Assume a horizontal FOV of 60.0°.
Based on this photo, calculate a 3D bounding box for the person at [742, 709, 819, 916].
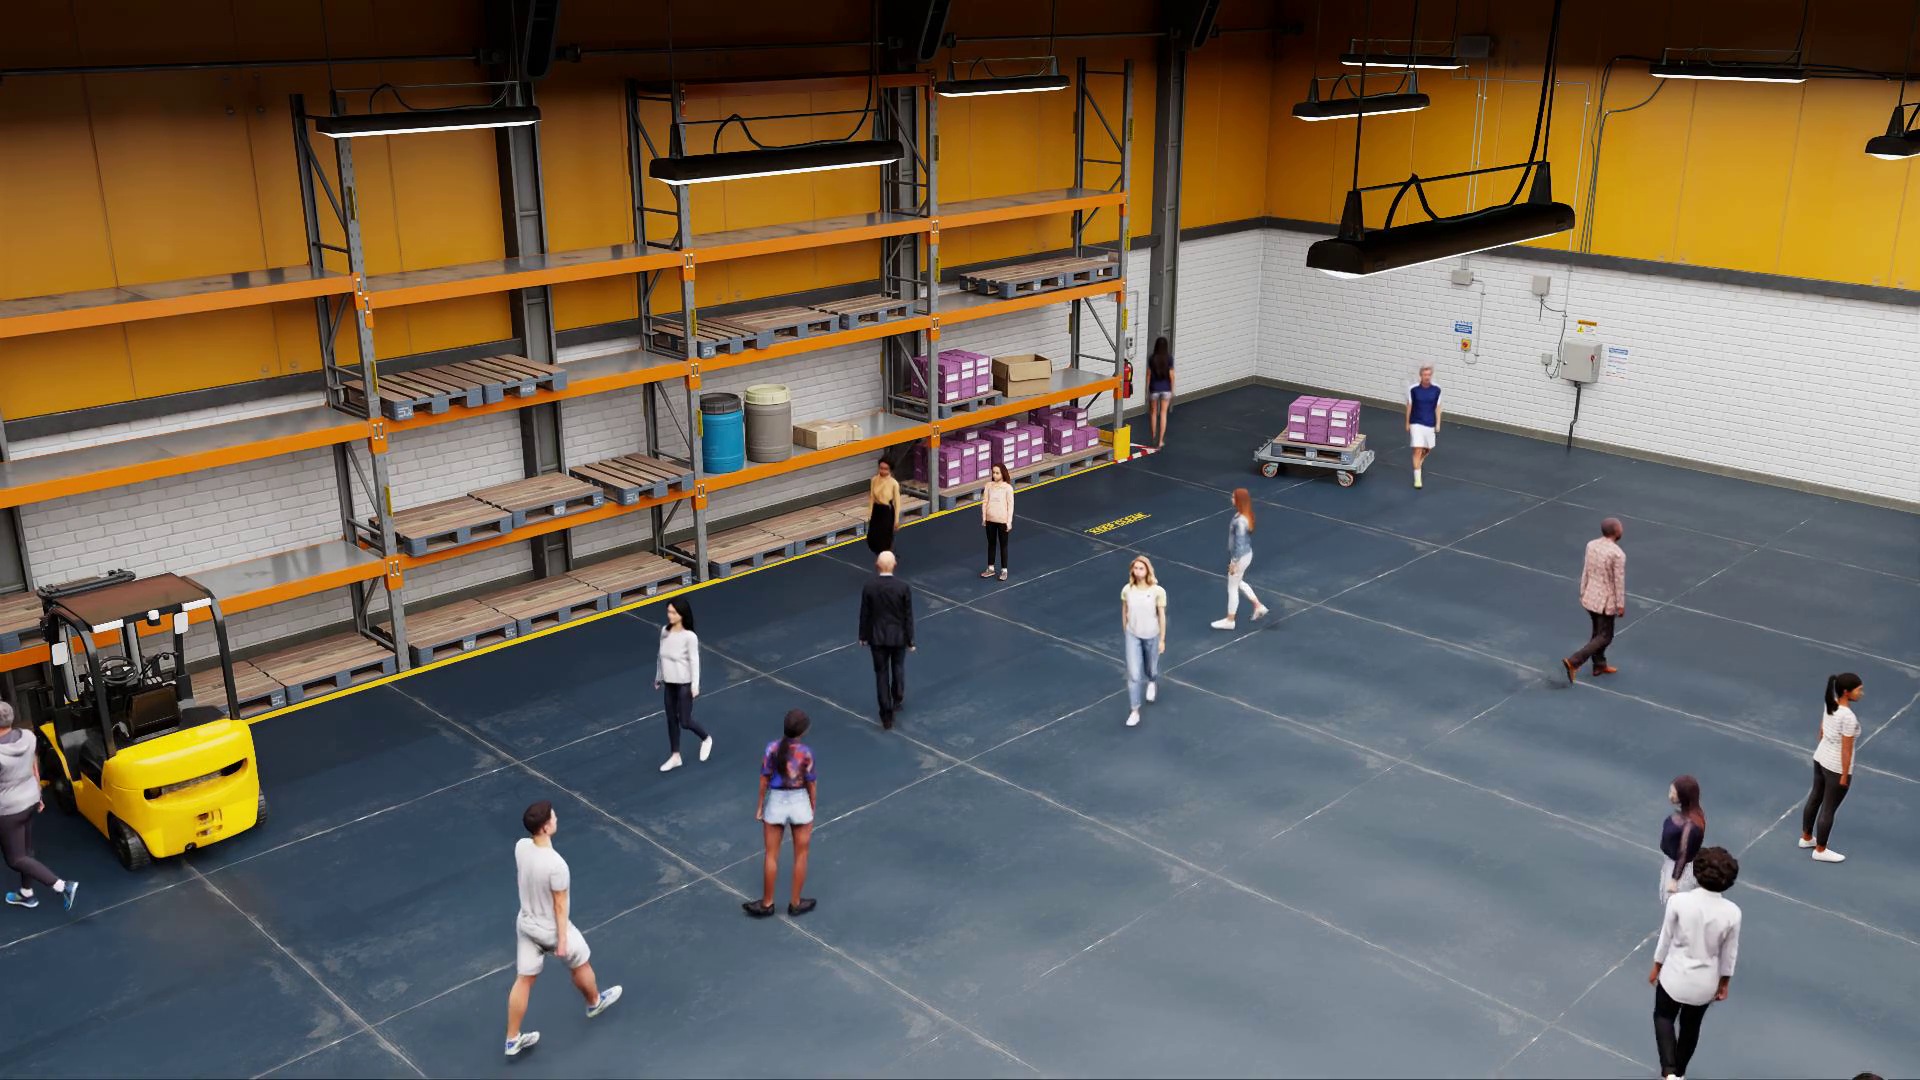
[{"bbox_3d":[-1.411,2.156,13.079,0.818,1.730,0.862,-3,19,-8],"label":"person"}]

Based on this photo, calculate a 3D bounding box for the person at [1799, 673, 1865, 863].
[{"bbox_3d":[7.341,1.891,14.003,0.703,1.642,0.638,0,19,1],"label":"person"}]

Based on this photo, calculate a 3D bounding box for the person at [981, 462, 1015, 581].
[{"bbox_3d":[0.469,-0.246,20.597,0.630,1.484,0.618,8,20,24],"label":"person"}]

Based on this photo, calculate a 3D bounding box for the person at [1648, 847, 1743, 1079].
[{"bbox_3d":[4.772,2.866,10.862,0.903,1.800,1.020,3,19,9],"label":"person"}]

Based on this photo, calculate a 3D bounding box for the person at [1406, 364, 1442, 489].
[{"bbox_3d":[6.785,-1.709,24.439,1.113,1.805,1.199,1,19,3],"label":"person"}]

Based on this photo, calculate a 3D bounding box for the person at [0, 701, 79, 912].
[{"bbox_3d":[-7.319,2.129,13.039,1.086,1.807,1.115,4,19,13],"label":"person"}]

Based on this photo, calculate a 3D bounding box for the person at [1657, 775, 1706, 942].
[{"bbox_3d":[5.391,2.470,12.387,0.811,1.577,0.655,12,22,33],"label":"person"}]

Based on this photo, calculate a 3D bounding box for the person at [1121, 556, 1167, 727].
[{"bbox_3d":[1.859,0.966,16.662,0.954,1.698,1.182,6,20,18],"label":"person"}]

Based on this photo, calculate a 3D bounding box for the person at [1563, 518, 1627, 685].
[{"bbox_3d":[6.680,0.655,17.452,1.167,1.785,0.993,-6,20,-17],"label":"person"}]

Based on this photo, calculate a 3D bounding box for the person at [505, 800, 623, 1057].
[{"bbox_3d":[-2.918,2.681,11.398,0.845,1.809,1.249,13,23,34],"label":"person"}]

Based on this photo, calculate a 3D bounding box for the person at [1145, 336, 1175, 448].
[{"bbox_3d":[3.175,-2.316,26.375,0.979,1.721,1.115,3,19,8],"label":"person"}]

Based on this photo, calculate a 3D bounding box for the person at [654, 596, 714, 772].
[{"bbox_3d":[-2.588,1.324,15.610,0.686,1.692,0.794,14,23,35],"label":"person"}]

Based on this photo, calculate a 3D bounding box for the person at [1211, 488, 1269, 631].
[{"bbox_3d":[3.247,0.214,18.905,0.925,1.692,0.923,5,19,15],"label":"person"}]

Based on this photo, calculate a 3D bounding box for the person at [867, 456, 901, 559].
[{"bbox_3d":[-0.894,-0.249,20.358,0.704,1.644,0.812,10,21,28],"label":"person"}]

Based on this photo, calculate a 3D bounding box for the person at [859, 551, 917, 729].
[{"bbox_3d":[-0.716,1.006,16.416,1.066,1.780,1.117,-1,19,-2],"label":"person"}]
